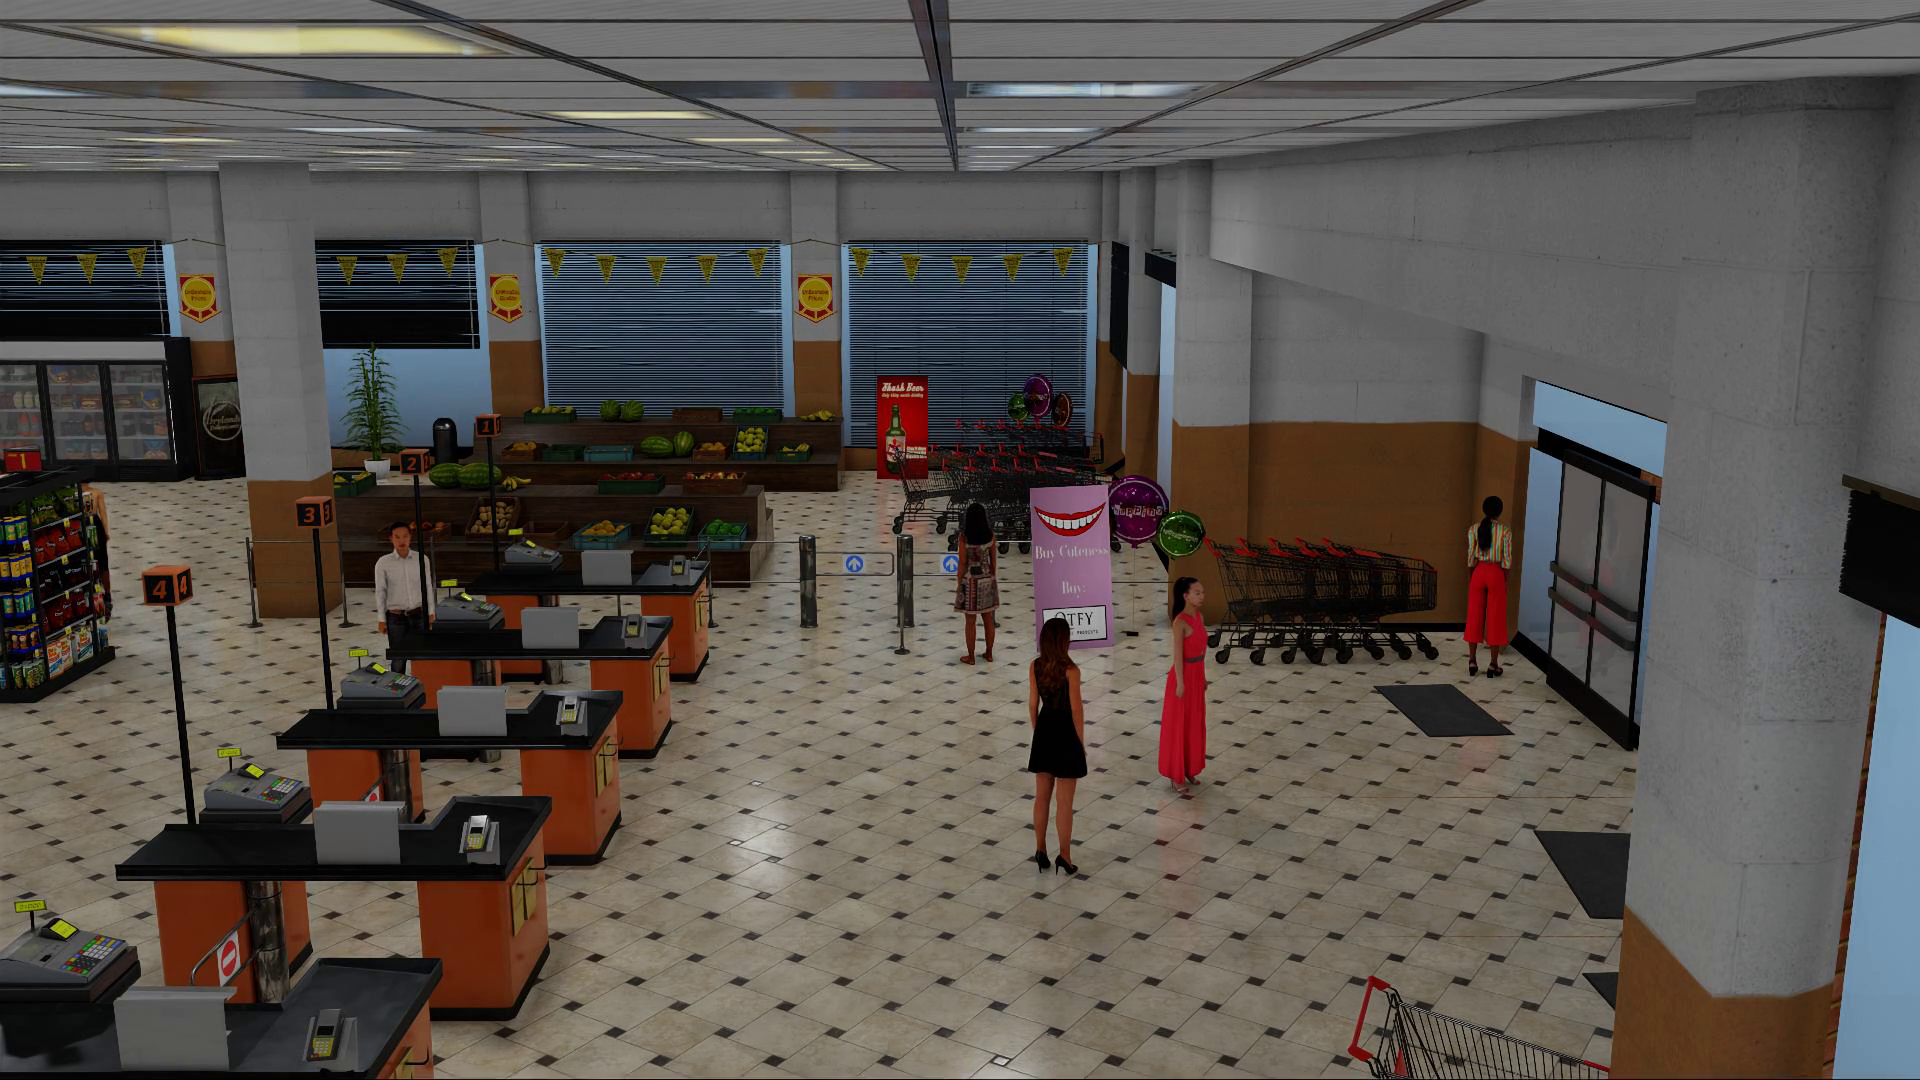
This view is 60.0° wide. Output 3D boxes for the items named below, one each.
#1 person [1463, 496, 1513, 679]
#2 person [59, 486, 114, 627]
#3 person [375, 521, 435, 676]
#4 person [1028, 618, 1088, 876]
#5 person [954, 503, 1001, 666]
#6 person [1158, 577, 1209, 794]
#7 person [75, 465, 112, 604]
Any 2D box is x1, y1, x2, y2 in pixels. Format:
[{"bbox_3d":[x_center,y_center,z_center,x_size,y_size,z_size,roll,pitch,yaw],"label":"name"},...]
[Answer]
[{"bbox_3d":[5.172,0.448,16.295,0.649,1.792,0.748,7,14,32],"label":"person"},{"bbox_3d":[-9.529,0.139,17.891,0.972,1.739,0.808,5,13,22],"label":"person"},{"bbox_3d":[-4.991,0.713,14.992,0.688,1.811,0.808,-7,14,-31],"label":"person"},{"bbox_3d":[0.664,1.430,11.529,0.634,1.835,0.729,8,14,33],"label":"person"},{"bbox_3d":[0.171,0.430,16.737,0.630,1.645,0.783,-6,13,-25],"label":"person"},{"bbox_3d":[1.800,1.133,13.200,0.750,1.727,0.715,9,15,35],"label":"person"},{"bbox_3d":[-9.925,-0.040,18.951,0.642,1.654,0.726,-8,14,-33],"label":"person"}]
